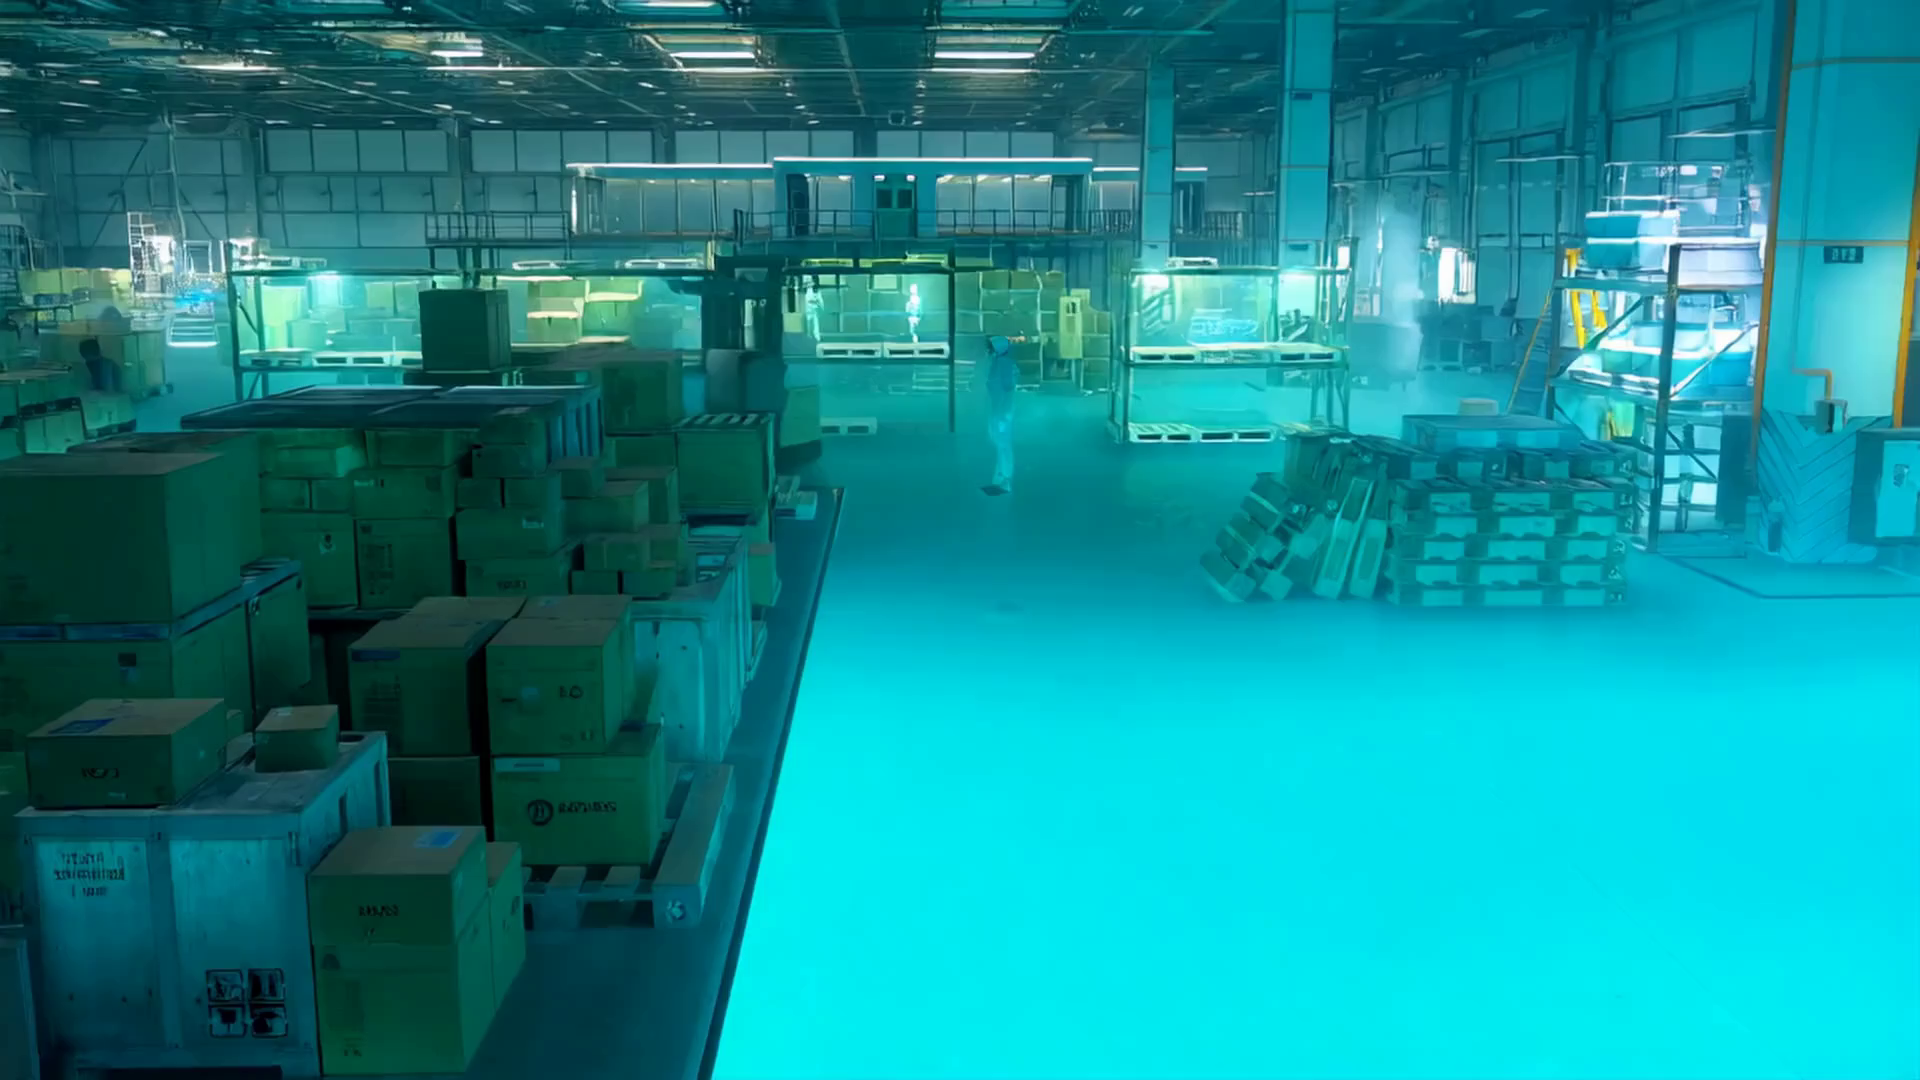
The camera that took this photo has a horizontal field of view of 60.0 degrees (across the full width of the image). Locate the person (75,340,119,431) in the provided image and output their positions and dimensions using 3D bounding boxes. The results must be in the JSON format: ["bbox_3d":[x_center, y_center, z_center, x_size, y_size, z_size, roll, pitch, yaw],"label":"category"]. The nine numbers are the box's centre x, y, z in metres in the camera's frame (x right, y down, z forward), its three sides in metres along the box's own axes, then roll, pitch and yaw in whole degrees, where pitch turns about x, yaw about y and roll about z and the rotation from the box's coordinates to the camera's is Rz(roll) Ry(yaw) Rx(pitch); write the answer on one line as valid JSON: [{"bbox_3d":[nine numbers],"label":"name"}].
[{"bbox_3d":[-10.944,-1.619,21.004,0.860,1.806,0.633,5,11,24],"label":"person"}]

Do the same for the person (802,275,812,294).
[{"bbox_3d":[-5.184,-8.028,56.393,0.391,1.917,0.593,4,11,23],"label":"person"}]

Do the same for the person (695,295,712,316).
[{"bbox_3d":[-7.570,-6.734,49.197,0.544,1.914,0.870,-4,11,-23],"label":"person"}]

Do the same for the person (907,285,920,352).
[{"bbox_3d":[-1.251,-5.833,44.259,0.358,1.882,0.574,-3,11,-15],"label":"person"}]

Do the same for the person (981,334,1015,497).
[{"bbox_3d":[0.470,-1.490,19.901,0.370,1.941,0.627,-2,10,-10],"label":"person"}]

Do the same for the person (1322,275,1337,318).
[{"bbox_3d":[14.849,-9.858,66.917,0.624,1.810,0.897,-3,11,-15],"label":"person"}]

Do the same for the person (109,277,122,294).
[{"bbox_3d":[-28.320,-7.892,55.862,0.404,1.833,0.591,-7,12,-33],"label":"person"}]

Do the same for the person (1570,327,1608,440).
[{"bbox_3d":[8.372,-1.910,22.347,0.599,1.911,0.625,-9,13,-41],"label":"person"}]

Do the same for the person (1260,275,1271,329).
[{"bbox_3d":[10.593,-8.280,57.645,0.586,1.979,0.620,0,10,0],"label":"person"}]

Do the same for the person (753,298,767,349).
[{"bbox_3d":[-4.840,-5.326,40.993,0.536,2.000,0.688,7,12,34],"label":"person"}]

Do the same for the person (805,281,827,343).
[{"bbox_3d":[-4.322,-6.878,50.204,0.962,1.834,0.592,7,13,36],"label":"person"}]

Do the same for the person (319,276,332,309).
[{"bbox_3d":[-25.856,-9.972,67.777,0.489,1.724,0.699,-1,10,-3],"label":"person"}]

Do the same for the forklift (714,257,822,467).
[{"bbox_3d":[-2.782,-2.380,22.237,1.129,2.768,1.873,6,12,29],"label":"forklift"}]

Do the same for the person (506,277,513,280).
[{"bbox_3d":[-14.582,-7.606,54.133,0.562,1.889,0.985,3,11,15],"label":"person"}]

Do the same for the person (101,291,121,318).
[{"bbox_3d":[-18.813,-4.561,36.965,0.642,1.952,0.455,7,12,35],"label":"person"}]

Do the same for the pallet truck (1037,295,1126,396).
[{"bbox_3d":[2.483,-3.881,33.060,1.885,1.965,0.823,-7,13,-36],"label":"pallet truck"}]

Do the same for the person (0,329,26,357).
[{"bbox_3d":[-12.896,-1.939,22.644,0.355,1.859,0.526,8,13,38],"label":"person"}]
